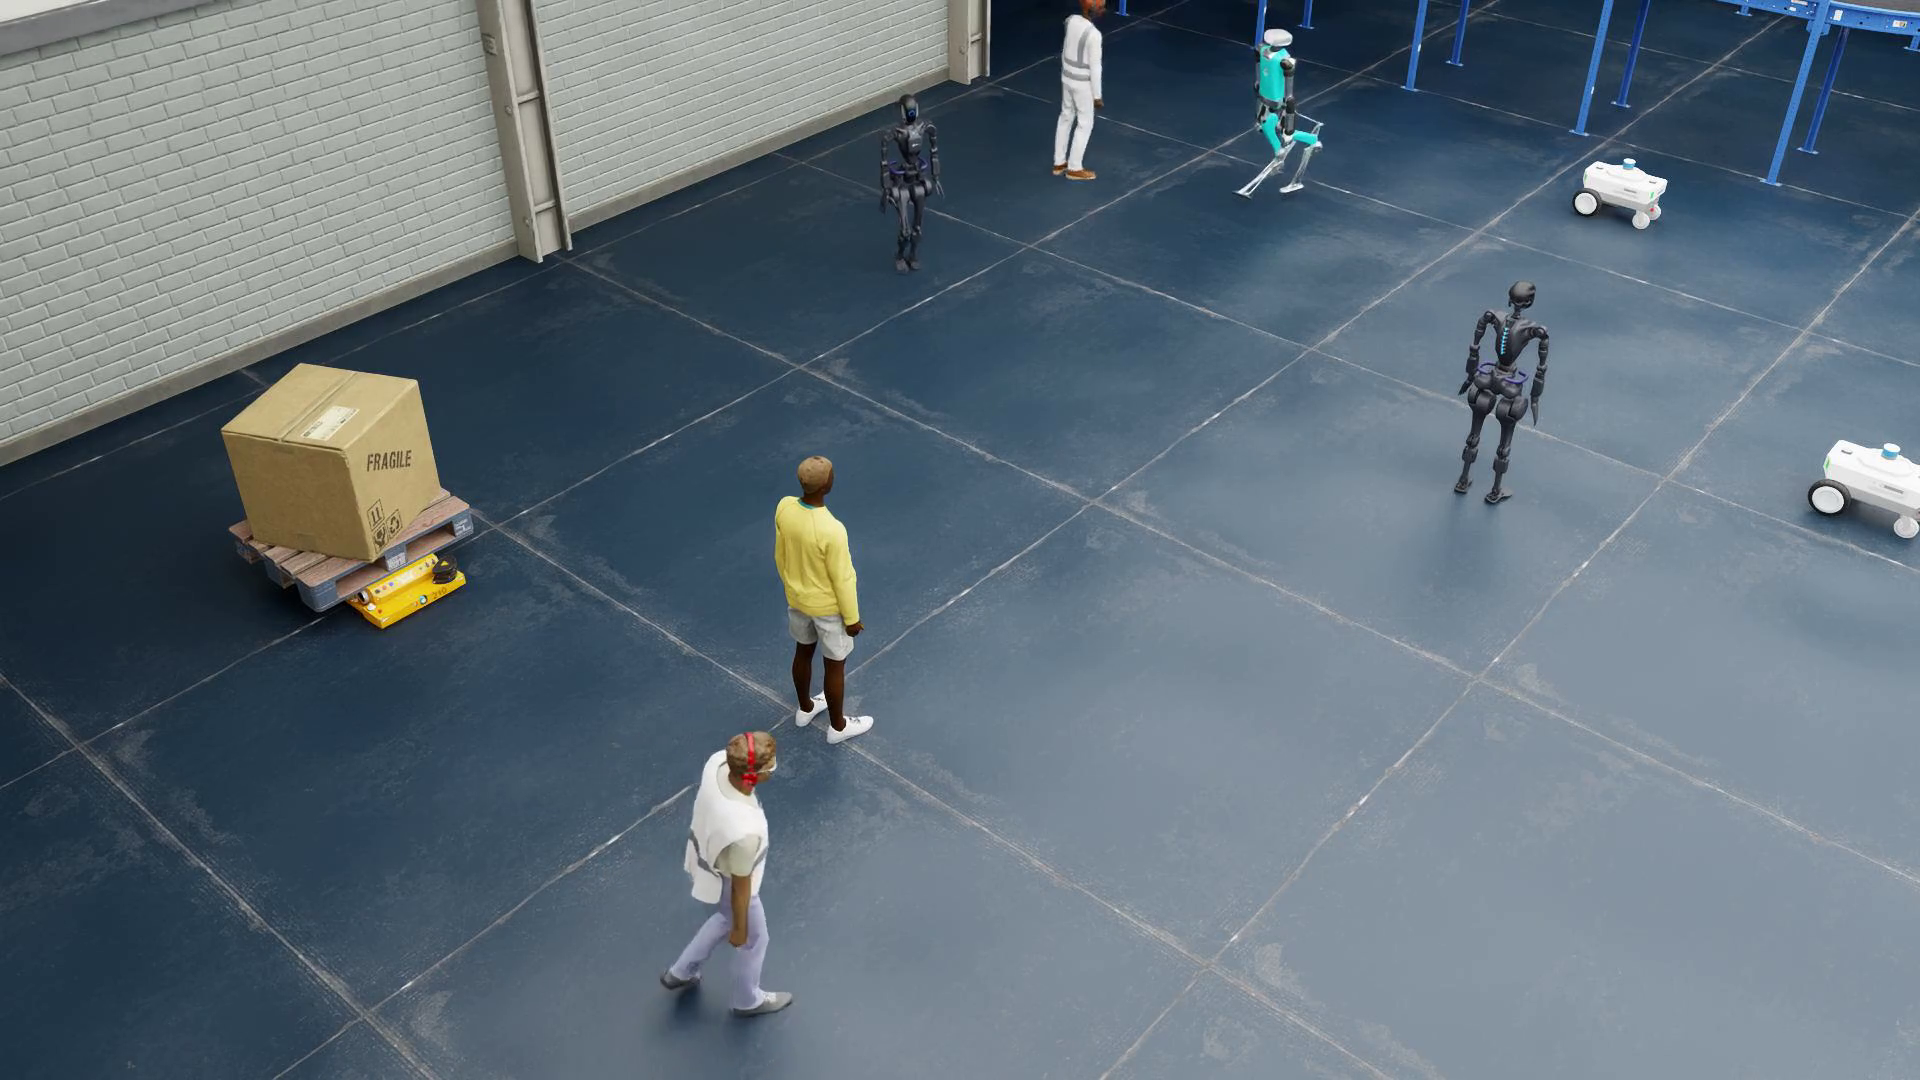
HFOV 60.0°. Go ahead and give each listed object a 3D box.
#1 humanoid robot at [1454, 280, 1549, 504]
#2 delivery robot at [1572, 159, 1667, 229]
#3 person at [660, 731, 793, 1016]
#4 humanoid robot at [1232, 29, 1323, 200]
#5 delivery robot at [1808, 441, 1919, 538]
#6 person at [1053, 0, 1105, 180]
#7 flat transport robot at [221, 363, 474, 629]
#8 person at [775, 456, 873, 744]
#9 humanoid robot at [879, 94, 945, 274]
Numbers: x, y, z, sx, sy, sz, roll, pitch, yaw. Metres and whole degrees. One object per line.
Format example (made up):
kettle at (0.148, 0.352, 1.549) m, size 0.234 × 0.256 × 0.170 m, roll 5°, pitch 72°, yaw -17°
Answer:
humanoid robot at (3.777, -1.053, 11.640) m, size 0.599 × 1.657 × 0.315 m, roll 27°, pitch 43°, yaw 32°
delivery robot at (6.294, -3.334, 15.798) m, size 0.739 × 0.566 × 0.499 m, roll 27°, pitch 43°, yaw 32°
person at (-1.119, 1.611, 7.800) m, size 0.615 × 1.810 × 0.600 m, roll -12°, pitch 37°, yaw -17°
humanoid robot at (3.091, -3.997, 15.732) m, size 1.019 × 1.725 × 0.530 m, roll -18°, pitch 39°, yaw -24°
delivery robot at (6.460, -0.411, 11.694) m, size 0.739 × 0.566 × 0.499 m, roll 27°, pitch 43°, yaw 32°
person at (1.151, -4.442, 16.258) m, size 0.425 × 1.865 × 0.619 m, roll -16°, pitch 39°, yaw -22°
flat transport robot at (-4.050, 0.102, 11.245) m, size 1.431 × 0.231 × 0.659 m, roll 27°, pitch 43°, yaw 32°
person at (-0.800, 0.345, 9.498) m, size 0.555 × 1.898 × 0.367 m, roll 26°, pitch 43°, yaw 32°
humanoid robot at (-0.434, -3.122, 14.561) m, size 0.608 × 1.647 × 0.399 m, roll -17°, pitch 39°, yaw -22°
